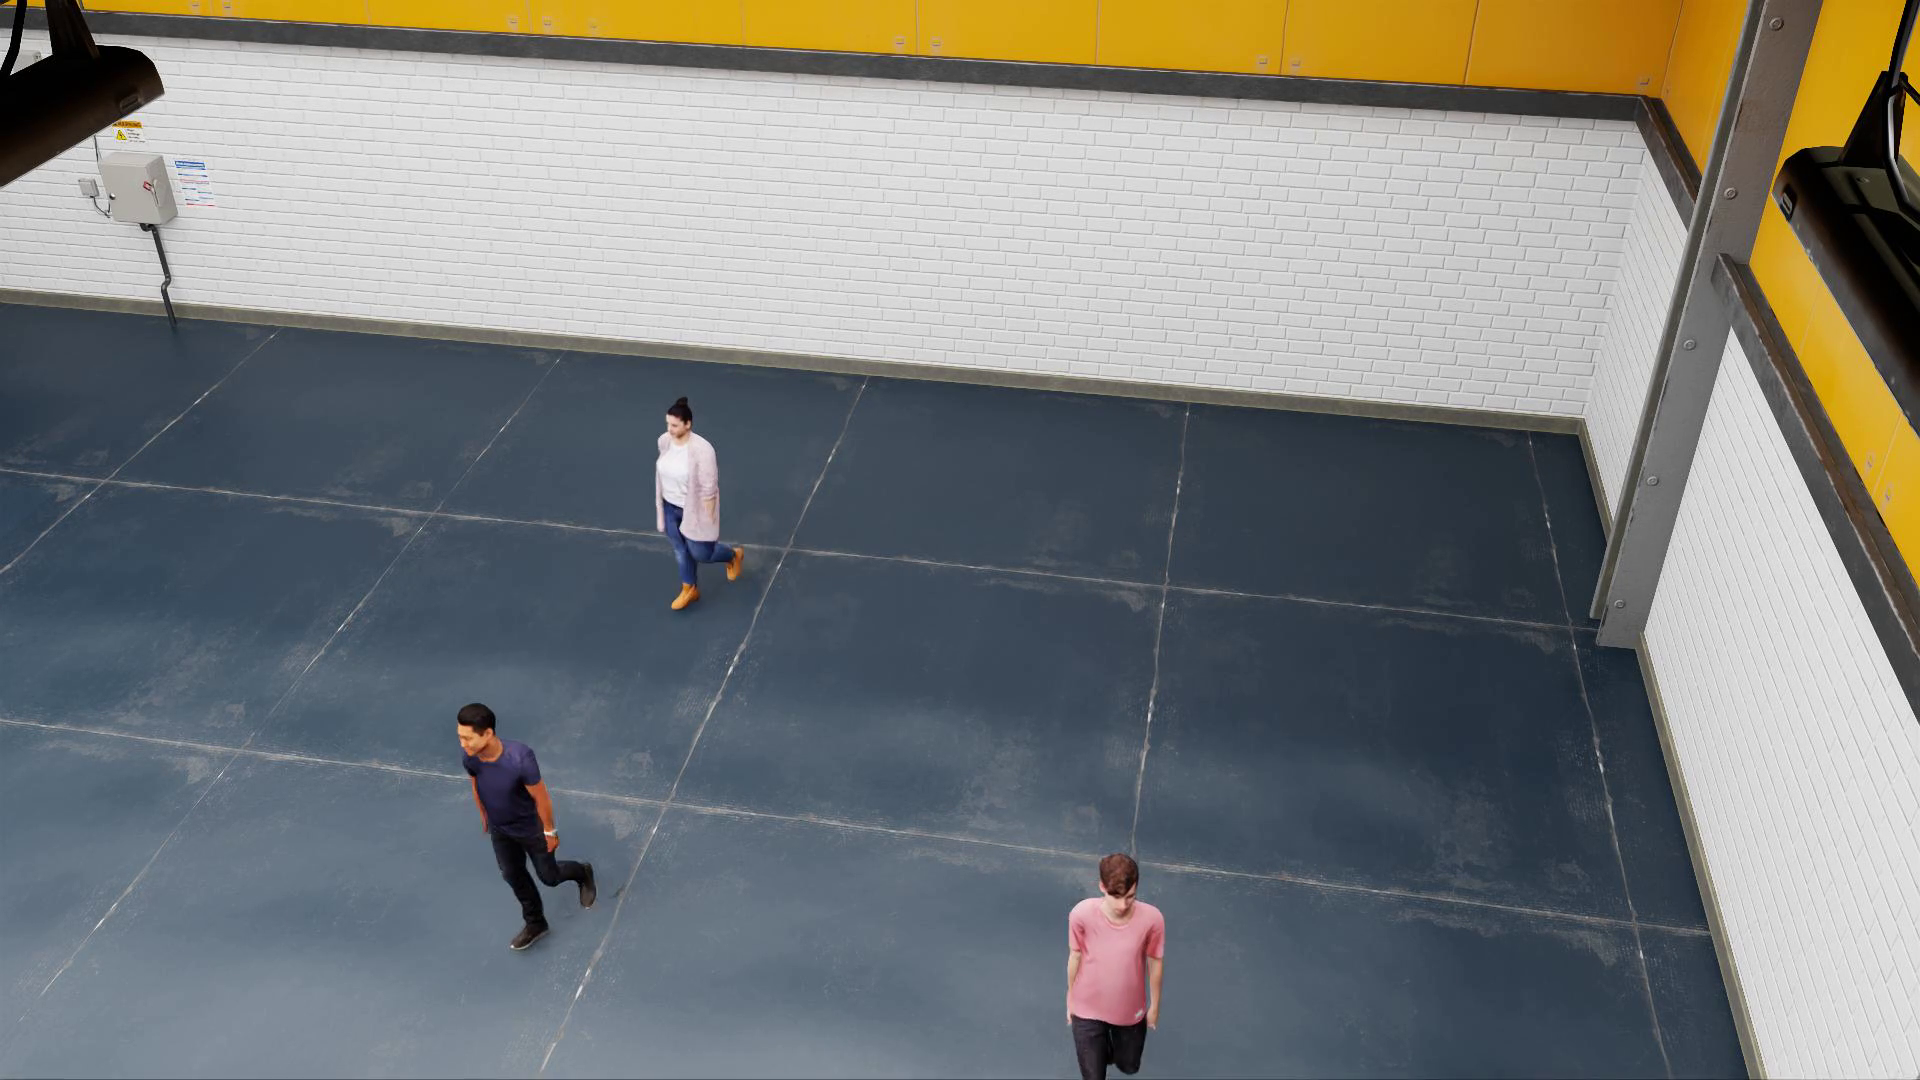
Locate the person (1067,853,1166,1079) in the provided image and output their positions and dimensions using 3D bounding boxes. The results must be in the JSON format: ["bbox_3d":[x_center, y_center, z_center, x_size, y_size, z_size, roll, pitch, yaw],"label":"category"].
[{"bbox_3d":[0.732,2.225,8.221,0.723,1.938,1.069,1,34,2],"label":"person"}]

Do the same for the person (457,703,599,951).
[{"bbox_3d":[-2.431,1.555,9.385,0.765,1.767,0.918,9,35,13],"label":"person"}]

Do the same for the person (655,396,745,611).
[{"bbox_3d":[-1.921,-0.295,12.202,0.899,1.729,1.013,23,40,31],"label":"person"}]
